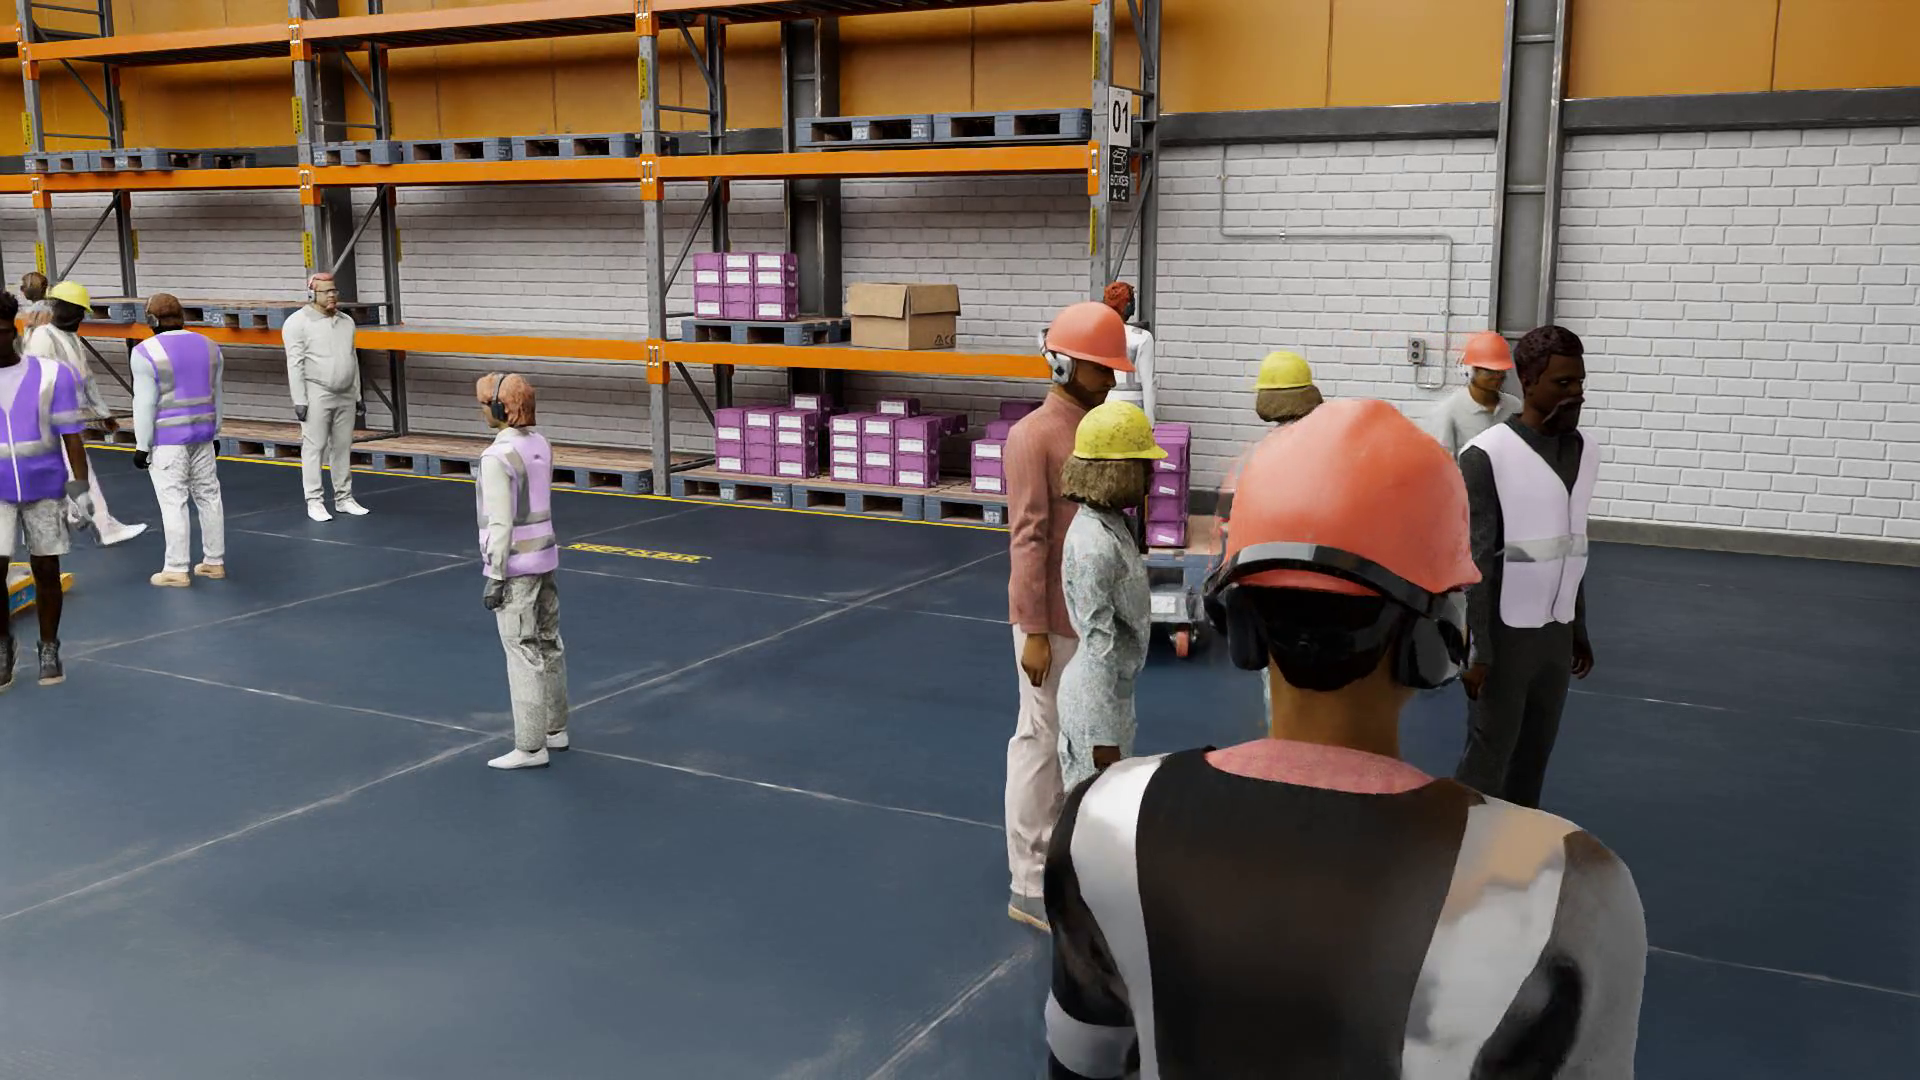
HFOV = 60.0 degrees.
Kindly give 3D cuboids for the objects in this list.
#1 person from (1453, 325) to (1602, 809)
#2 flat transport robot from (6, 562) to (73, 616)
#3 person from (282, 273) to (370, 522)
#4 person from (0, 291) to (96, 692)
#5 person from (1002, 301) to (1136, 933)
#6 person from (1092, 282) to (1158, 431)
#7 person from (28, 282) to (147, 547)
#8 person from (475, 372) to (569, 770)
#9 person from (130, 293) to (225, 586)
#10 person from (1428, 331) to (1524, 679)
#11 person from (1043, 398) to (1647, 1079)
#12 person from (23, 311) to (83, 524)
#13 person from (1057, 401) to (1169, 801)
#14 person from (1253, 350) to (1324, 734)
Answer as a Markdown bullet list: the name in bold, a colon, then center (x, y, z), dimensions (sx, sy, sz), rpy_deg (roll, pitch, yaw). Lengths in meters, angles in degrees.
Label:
- **person**: center (1.770, 0.285, 5.248), dimensions (0.597, 1.917, 0.375), rpy_deg (-7, 13, -35)
- **flat transport robot**: center (-5.711, 0.324, 9.552), dimensions (0.652, 0.197, 1.431), rpy_deg (-2, 10, -9)
- **person**: center (-4.900, -1.111, 12.932), dimensions (0.409, 1.909, 0.639), rpy_deg (6, 12, 29)
- **person**: center (-4.523, -0.229, 7.999), dimensions (0.633, 1.947, 0.550), rpy_deg (-6, 12, -29)
- **person**: center (0.354, 0.239, 5.311), dimensions (0.393, 1.986, 0.609), rpy_deg (5, 12, 26)
- **person**: center (1.074, -0.804, 11.318), dimensions (0.573, 1.883, 0.356), rpy_deg (5, 12, 27)
- **person**: center (-6.215, -0.867, 11.711), dimensions (0.857, 1.866, 0.618), rpy_deg (-2, 11, -13)
- **person**: center (-1.816, 0.129, 6.867), dimensions (0.311, 1.639, 0.520), rpy_deg (2, 10, 10)
- **person**: center (-4.931, -0.627, 10.477), dimensions (0.429, 1.838, 0.621), rpy_deg (5, 12, 27)
- **person**: center (2.569, -0.143, 8.106), dimensions (0.588, 1.726, 0.661), rpy_deg (-4, 11, -21)
- **person**: center (0.361, 0.871, 1.727), dimensions (0.639, 2.025, 0.520), rpy_deg (7, 12, 34)
- **person**: center (-6.812, -0.892, 12.474), dimensions (0.300, 1.637, 0.512), rpy_deg (1, 10, 3)
- **person**: center (0.419, 0.481, 4.653), dimensions (0.295, 1.743, 0.493), rpy_deg (1, 10, 6)
- **person**: center (1.341, 0.096, 6.806), dimensions (0.482, 1.734, 0.351), rpy_deg (-9, 13, -39)
